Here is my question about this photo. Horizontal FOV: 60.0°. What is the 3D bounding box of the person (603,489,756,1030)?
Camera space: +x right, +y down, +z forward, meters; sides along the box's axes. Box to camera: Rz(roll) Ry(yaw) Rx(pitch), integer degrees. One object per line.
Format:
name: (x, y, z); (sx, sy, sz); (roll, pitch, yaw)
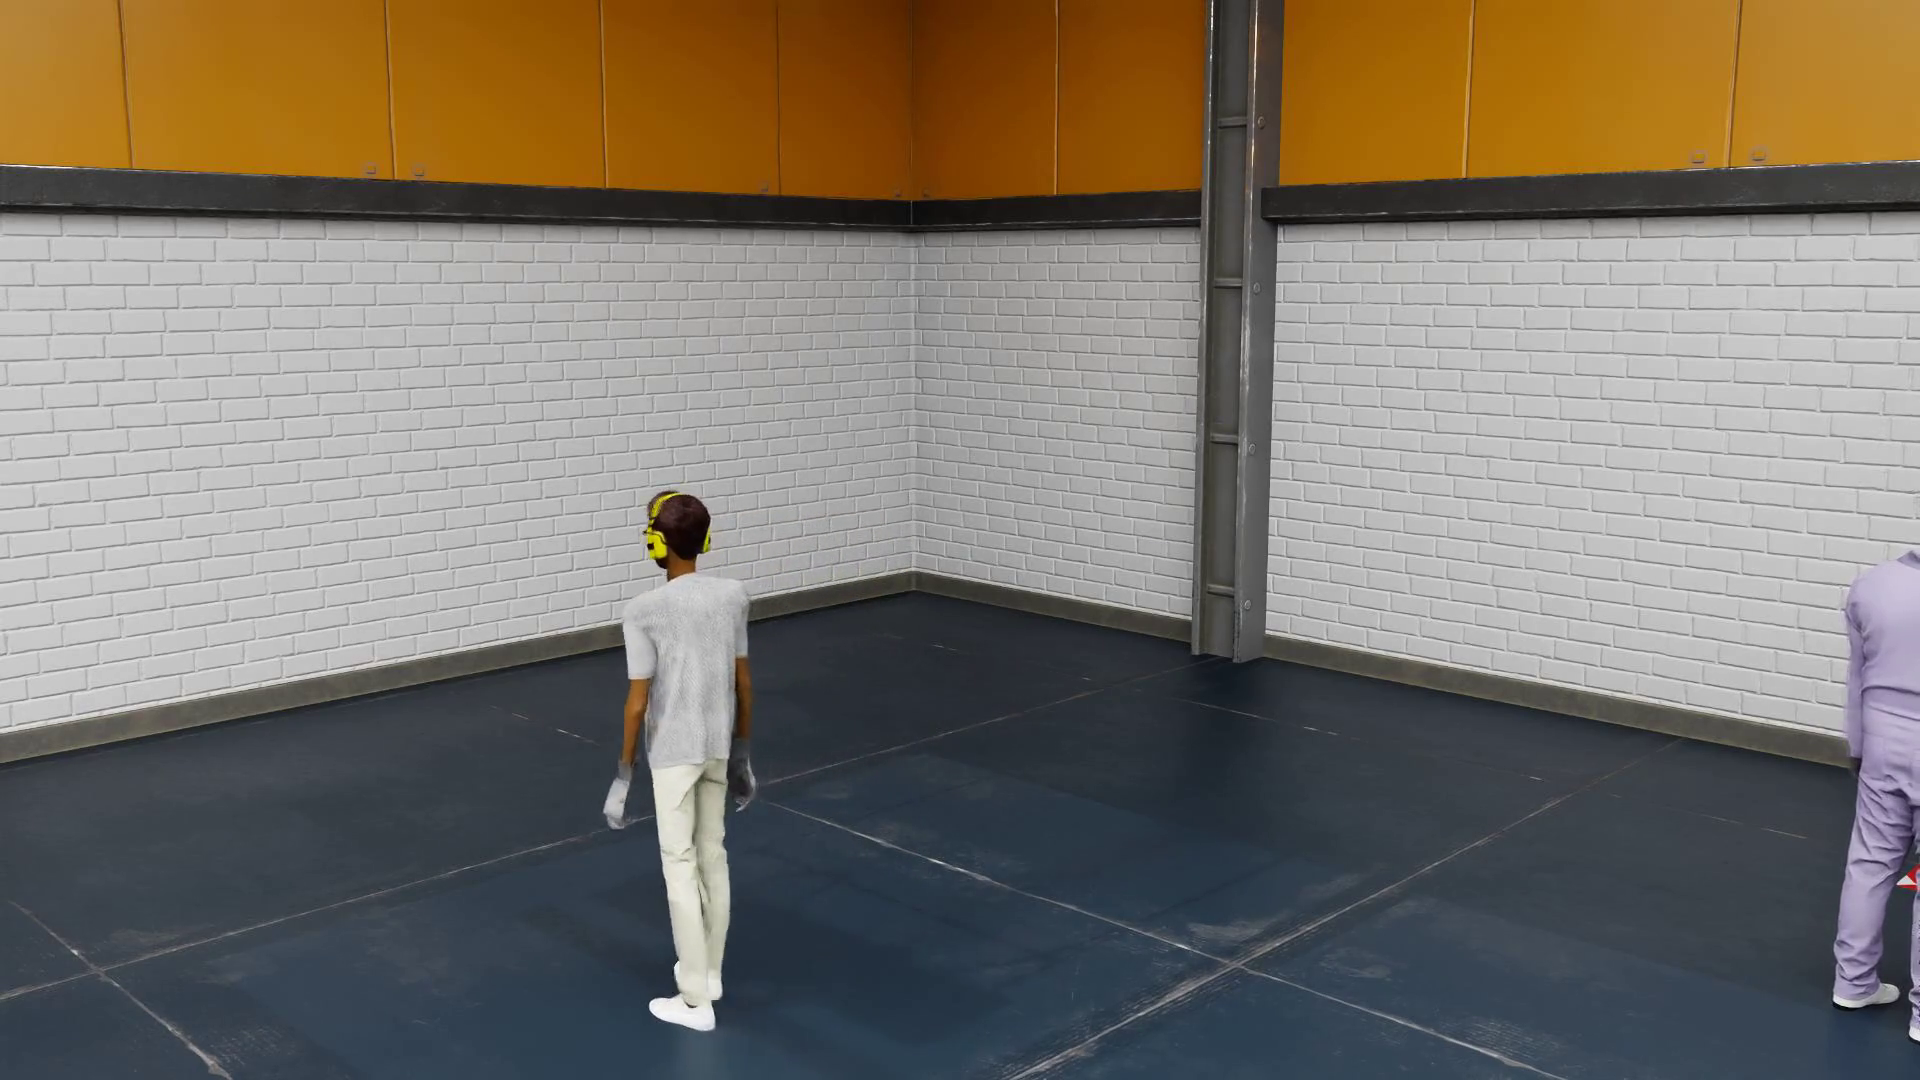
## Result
person: (-0.971, 0.752, 5.754); (0.392, 1.869, 0.538); (9, 13, 43)

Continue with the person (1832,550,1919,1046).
person: (3.311, 0.753, 5.638); (0.402, 1.900, 0.641); (-4, 10, -24)
